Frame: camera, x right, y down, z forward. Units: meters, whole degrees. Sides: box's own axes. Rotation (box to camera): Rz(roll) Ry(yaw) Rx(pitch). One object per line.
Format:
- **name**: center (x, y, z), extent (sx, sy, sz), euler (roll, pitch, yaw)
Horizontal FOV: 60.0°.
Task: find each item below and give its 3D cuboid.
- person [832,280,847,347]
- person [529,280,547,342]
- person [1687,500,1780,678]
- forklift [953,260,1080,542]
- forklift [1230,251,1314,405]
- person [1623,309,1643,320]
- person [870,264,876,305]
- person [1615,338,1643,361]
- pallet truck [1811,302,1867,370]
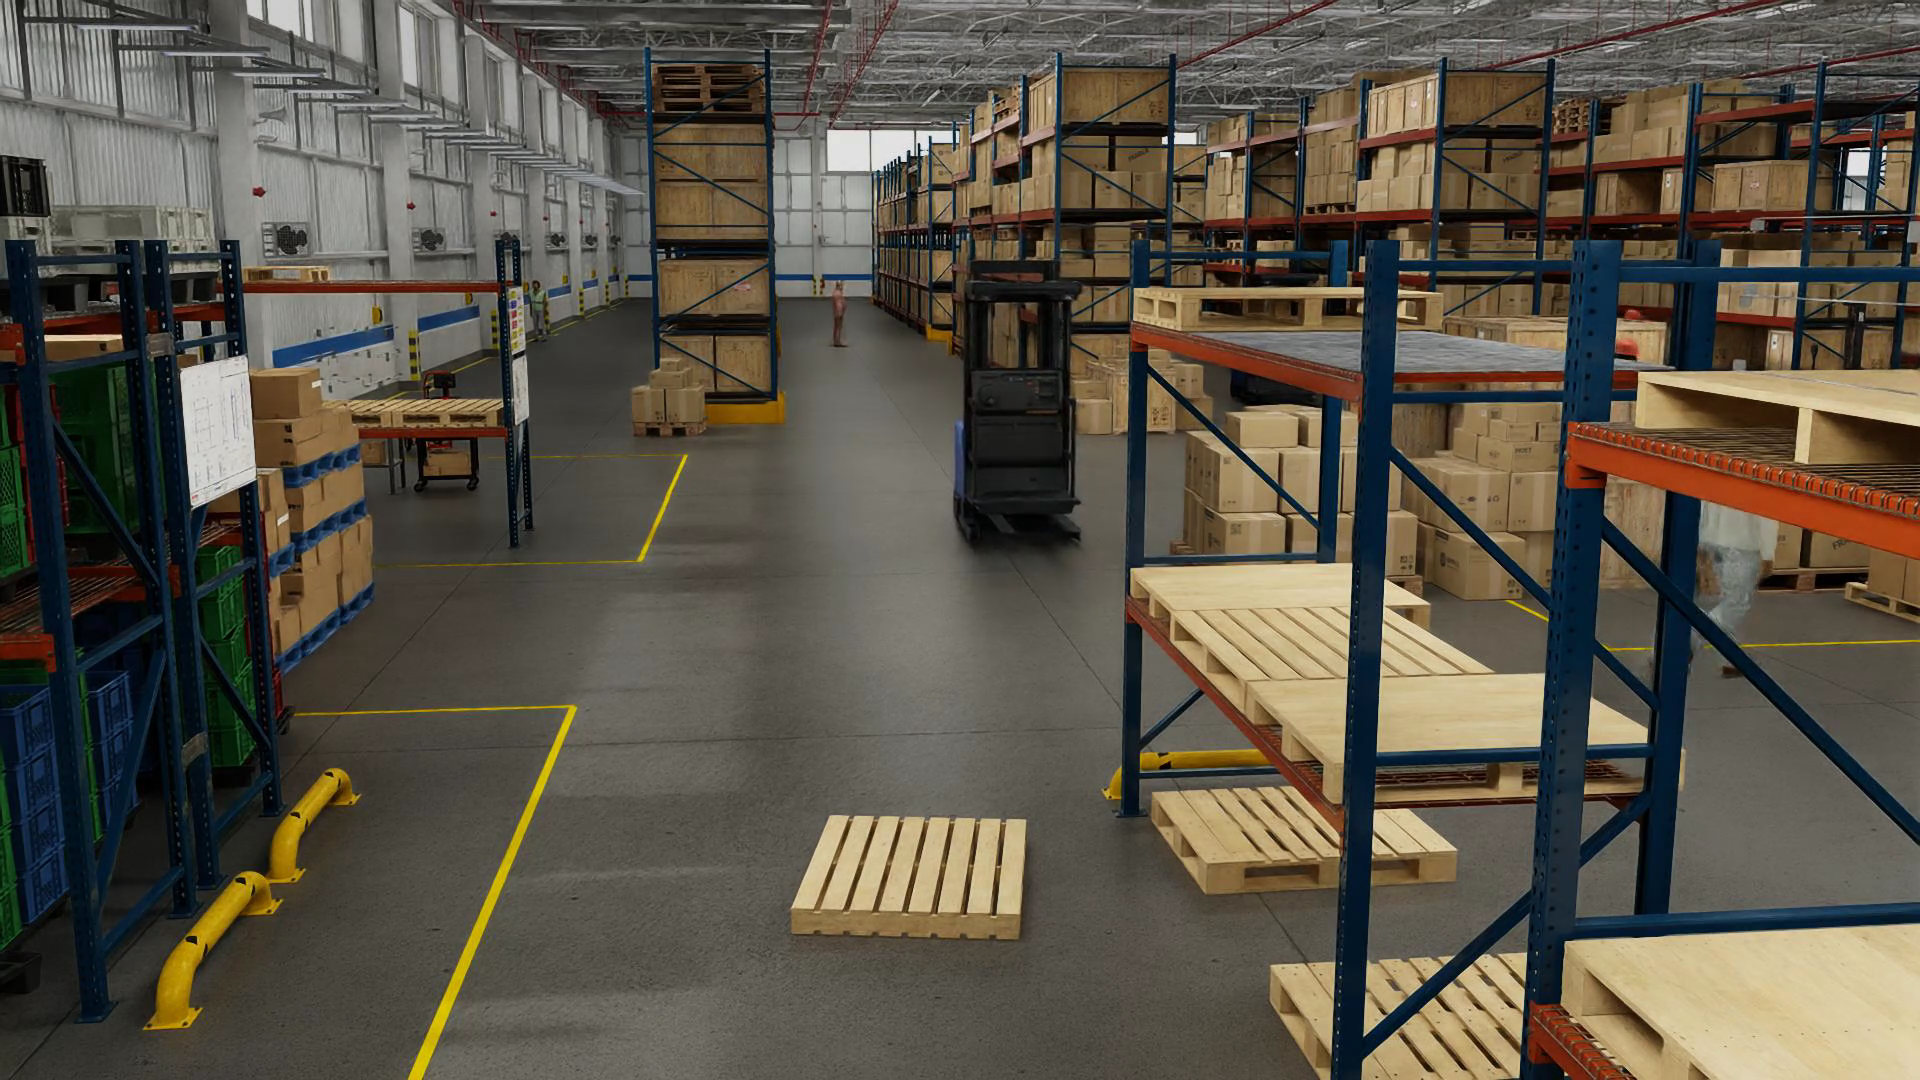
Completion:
- **person**: center (-3.425, -6.438, 47.315), extent (0.401, 1.904, 0.650), euler (-2, 10, -12)
- **person**: center (-12.600, -6.836, 49.720), extent (0.561, 1.836, 0.394), euler (3, 11, 18)
- **person**: center (5.215, 0.049, 11.347), extent (0.781, 1.915, 0.642), euler (-3, 11, -17)
- **forklift**: center (0.541, -1.506, 17.281), extent (1.129, 2.768, 1.873), euler (-1, 10, -6)
- **forklift**: center (5.804, -3.979, 30.982), extent (1.129, 2.768, 1.873), euler (-1, 10, -6)
- **person**: center (10.522, -2.611, 25.902), extent (0.613, 1.975, 0.631), euler (-3, 11, -15)
- **person**: center (-4.032, -12.051, 78.390), extent (0.463, 1.914, 0.673), euler (-2, 11, -13)
- **person**: center (7.588, -1.362, 19.129), extent (0.634, 1.921, 0.585), euler (2, 10, 11)
- **pallet truck**: center (15.846, -3.142, 28.793), extent (1.885, 1.965, 0.823), euler (2, 10, 12)
